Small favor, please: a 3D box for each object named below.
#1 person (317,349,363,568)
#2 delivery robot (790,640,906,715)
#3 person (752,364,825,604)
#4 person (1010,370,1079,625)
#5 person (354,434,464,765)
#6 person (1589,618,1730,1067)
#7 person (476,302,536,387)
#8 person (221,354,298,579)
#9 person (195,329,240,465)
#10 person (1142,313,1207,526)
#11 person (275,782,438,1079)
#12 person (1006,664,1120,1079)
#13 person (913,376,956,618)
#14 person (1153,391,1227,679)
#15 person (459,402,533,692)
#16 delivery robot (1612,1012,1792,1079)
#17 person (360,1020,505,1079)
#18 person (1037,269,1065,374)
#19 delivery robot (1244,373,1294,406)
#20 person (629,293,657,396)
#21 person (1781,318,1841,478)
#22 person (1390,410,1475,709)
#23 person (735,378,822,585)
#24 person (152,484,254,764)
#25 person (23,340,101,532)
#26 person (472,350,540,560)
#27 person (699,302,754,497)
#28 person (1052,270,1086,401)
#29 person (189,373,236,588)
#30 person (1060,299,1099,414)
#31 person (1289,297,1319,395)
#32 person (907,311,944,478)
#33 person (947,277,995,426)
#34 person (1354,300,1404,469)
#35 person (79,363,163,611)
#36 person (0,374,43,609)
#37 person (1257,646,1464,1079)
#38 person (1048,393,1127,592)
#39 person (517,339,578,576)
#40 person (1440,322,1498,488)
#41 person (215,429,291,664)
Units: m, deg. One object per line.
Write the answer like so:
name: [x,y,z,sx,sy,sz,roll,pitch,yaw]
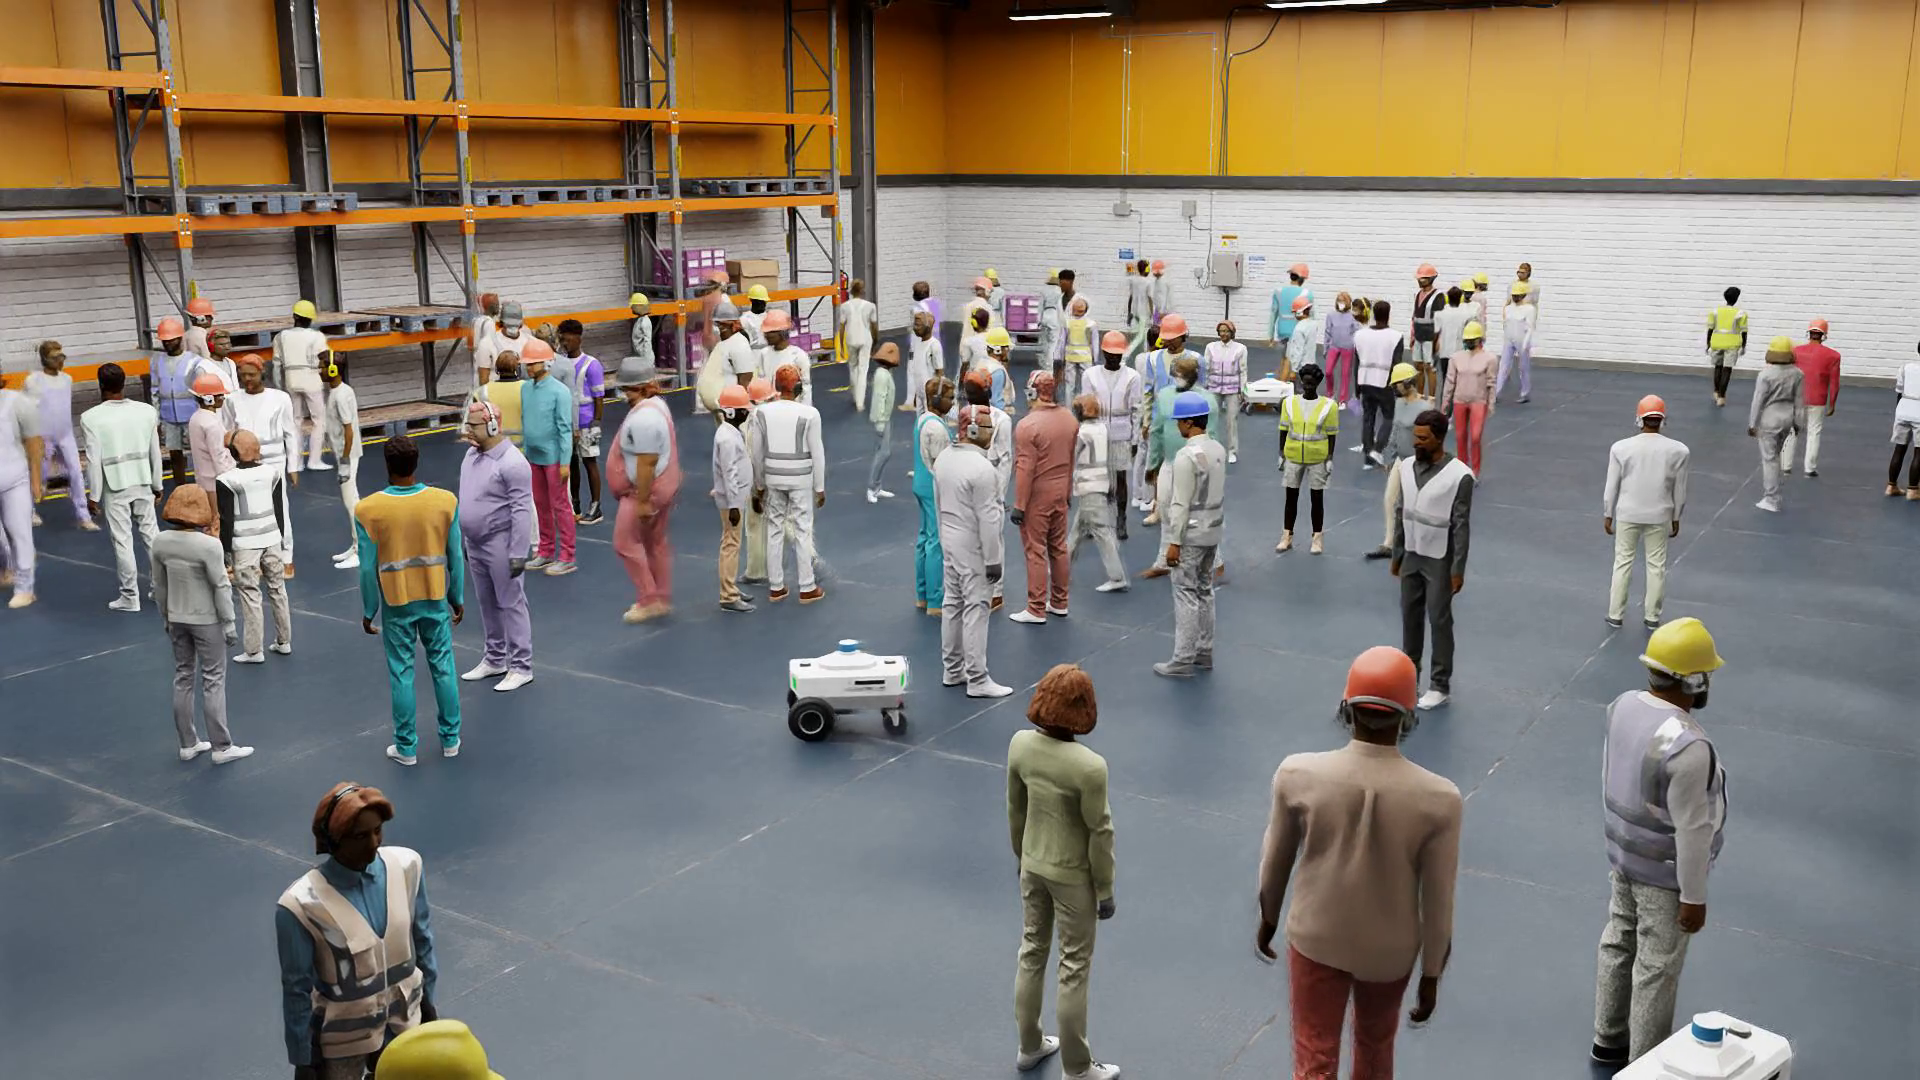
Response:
person: [-5.260,-0.691,14.180,0.325,1.871,0.516,-5,14,-19]
delivery robot: [-0.682,0.853,10.157,0.707,0.478,0.477,-1,13,-6]
person: [-1.333,-0.435,13.035,0.583,1.882,0.337,4,14,16]
person: [0.600,-0.322,12.497,0.403,1.906,0.651,11,17,40]
person: [-3.138,0.351,9.563,0.597,1.919,0.373,-8,15,-31]
person: [2.595,1.179,6.150,0.404,1.831,0.600,-1,13,-6]
person: [-4.543,-1.433,17.020,0.674,2.000,0.535,-10,16,-37]
person: [-5.780,-0.601,13.753,0.584,1.883,0.337,-2,13,-9]
person: [-7.147,-1.122,16.099,0.374,1.843,0.575,1,13,4]
person: [1.990,-1.110,15.626,0.616,2.036,0.385,7,15,29]
person: [-1.832,1.519,5.114,0.312,1.632,0.519,9,16,34]
person: [0.385,1.256,6.251,0.280,1.634,0.499,-12,18,-42]
person: [-0.181,-0.327,12.669,0.345,1.839,0.504,-4,14,-17]
person: [1.569,-0.034,11.201,0.420,1.932,0.622,8,15,31]
person: [-3.079,0.036,10.942,0.651,1.907,0.409,11,17,40]
delivery robot: [2.555,1.872,5.727,0.707,0.478,0.477,-11,17,-39]
person: [-1.081,1.826,3.503,0.339,1.762,0.525,-5,14,-21]
person: [1.518,-3.486,26.679,0.500,1.695,0.740,7,15,29]
delivery robot: [4.206,-2.027,22.649,0.707,0.478,0.477,0,13,1]
person: [-4.105,-2.316,21.504,0.308,1.744,0.485,-4,14,-19]
person: [9.299,-1.557,18.217,0.574,1.742,0.356,9,16,34]
person: [2.996,0.112,10.604,0.394,1.911,0.592,-8,15,-30]
person: [-1.511,-0.454,13.457,0.733,1.728,0.570,7,15,28]
person: [-4.396,0.482,9.609,0.507,1.631,0.280,5,14,19]
person: [-8.535,-0.979,15.571,0.916,1.812,0.503,6,14,26]
person: [-3.848,-0.721,14.369,0.626,1.844,0.429,-2,13,-7]
person: [-2.368,-1.393,16.846,0.538,2.000,0.689,-6,14,-23]
person: [1.477,-2.798,23.187,0.952,1.916,0.640,-11,17,-39]
person: [-6.035,-0.482,13.524,0.324,1.752,0.561,-11,17,-39]
person: [1.567,-2.343,21.848,0.523,1.638,0.310,4,14,18]
person: [4.277,-2.180,20.910,0.338,1.742,0.563,8,15,31]
person: [-0.357,-1.543,17.925,0.327,1.843,0.514,-7,15,-27]
person: [0.243,-2.456,21.739,1.020,1.910,0.648,-10,16,-38]
person: [4.670,-1.722,18.604,0.593,1.897,0.437,9,16,35]
person: [-6.427,-0.405,12.830,0.379,1.917,0.591,9,16,34]
person: [-7.481,-0.494,12.948,0.694,2.000,0.653,-2,13,-8]
person: [1.270,1.300,5.374,0.621,1.957,0.992,3,13,12]
person: [1.024,-0.386,13.460,0.829,1.584,0.581,8,15,31]
person: [-3.480,-0.694,13.946,0.602,1.986,0.404,11,17,39]
person: [5.380,-1.431,17.654,0.540,1.752,0.562,9,16,33]
person: [-4.880,0.044,11.501,0.309,1.637,0.515,7,15,28]
